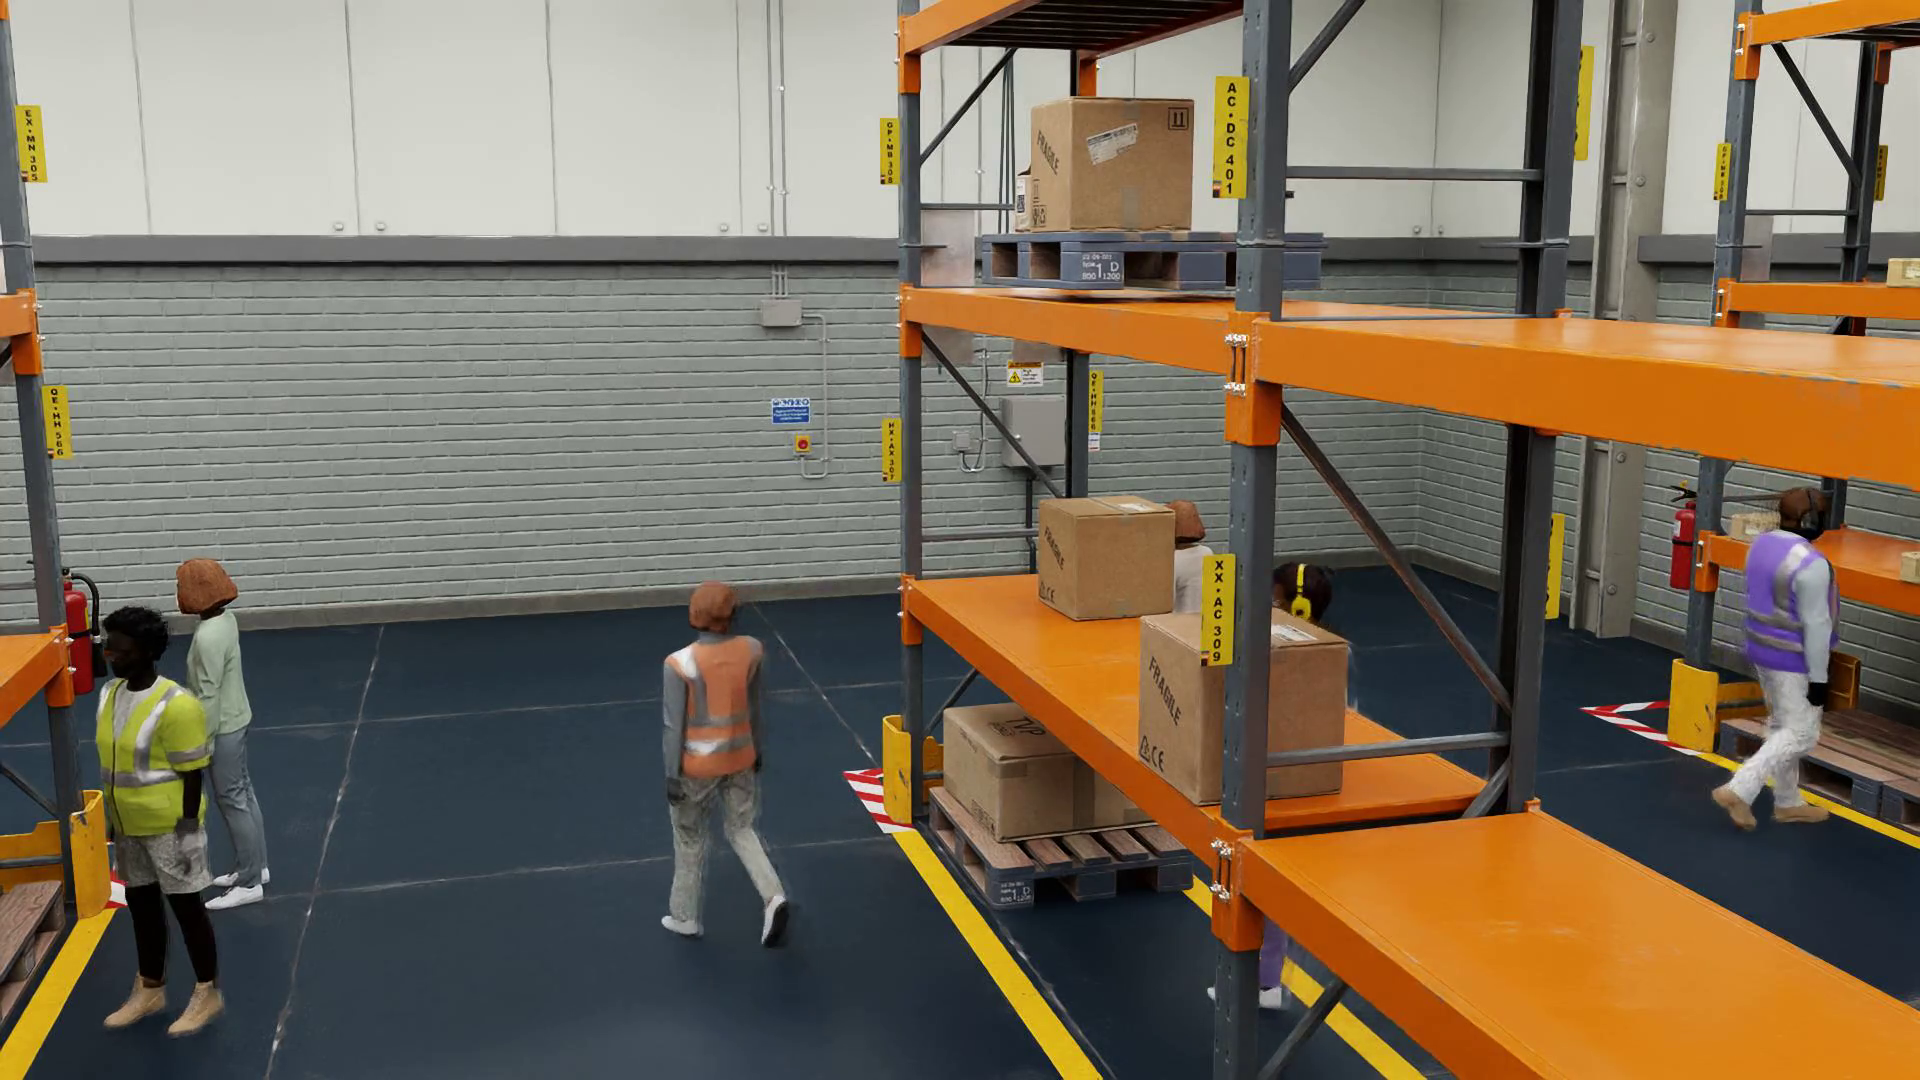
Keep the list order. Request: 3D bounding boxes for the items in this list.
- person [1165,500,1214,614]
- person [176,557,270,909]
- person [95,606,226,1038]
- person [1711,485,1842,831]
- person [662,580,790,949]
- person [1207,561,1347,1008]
[{"bbox_3d":[1.243,0.584,9.404,0.280,1.634,0.498,9,13,41],"label":"person"},{"bbox_3d":[-3.433,0.881,7.728,0.288,1.627,0.501,-3,10,-16],"label":"person"},{"bbox_3d":[-3.091,1.087,6.404,0.567,1.698,0.421,5,11,27],"label":"person"},{"bbox_3d":[4.291,0.620,8.658,0.594,1.832,0.641,0,10,-2],"label":"person"},{"bbox_3d":[-1.018,0.982,7.195,0.545,1.615,0.665,-8,13,-39],"label":"person"},{"bbox_3d":[1.428,0.996,6.468,0.812,1.840,0.526,2,10,14],"label":"person"}]
